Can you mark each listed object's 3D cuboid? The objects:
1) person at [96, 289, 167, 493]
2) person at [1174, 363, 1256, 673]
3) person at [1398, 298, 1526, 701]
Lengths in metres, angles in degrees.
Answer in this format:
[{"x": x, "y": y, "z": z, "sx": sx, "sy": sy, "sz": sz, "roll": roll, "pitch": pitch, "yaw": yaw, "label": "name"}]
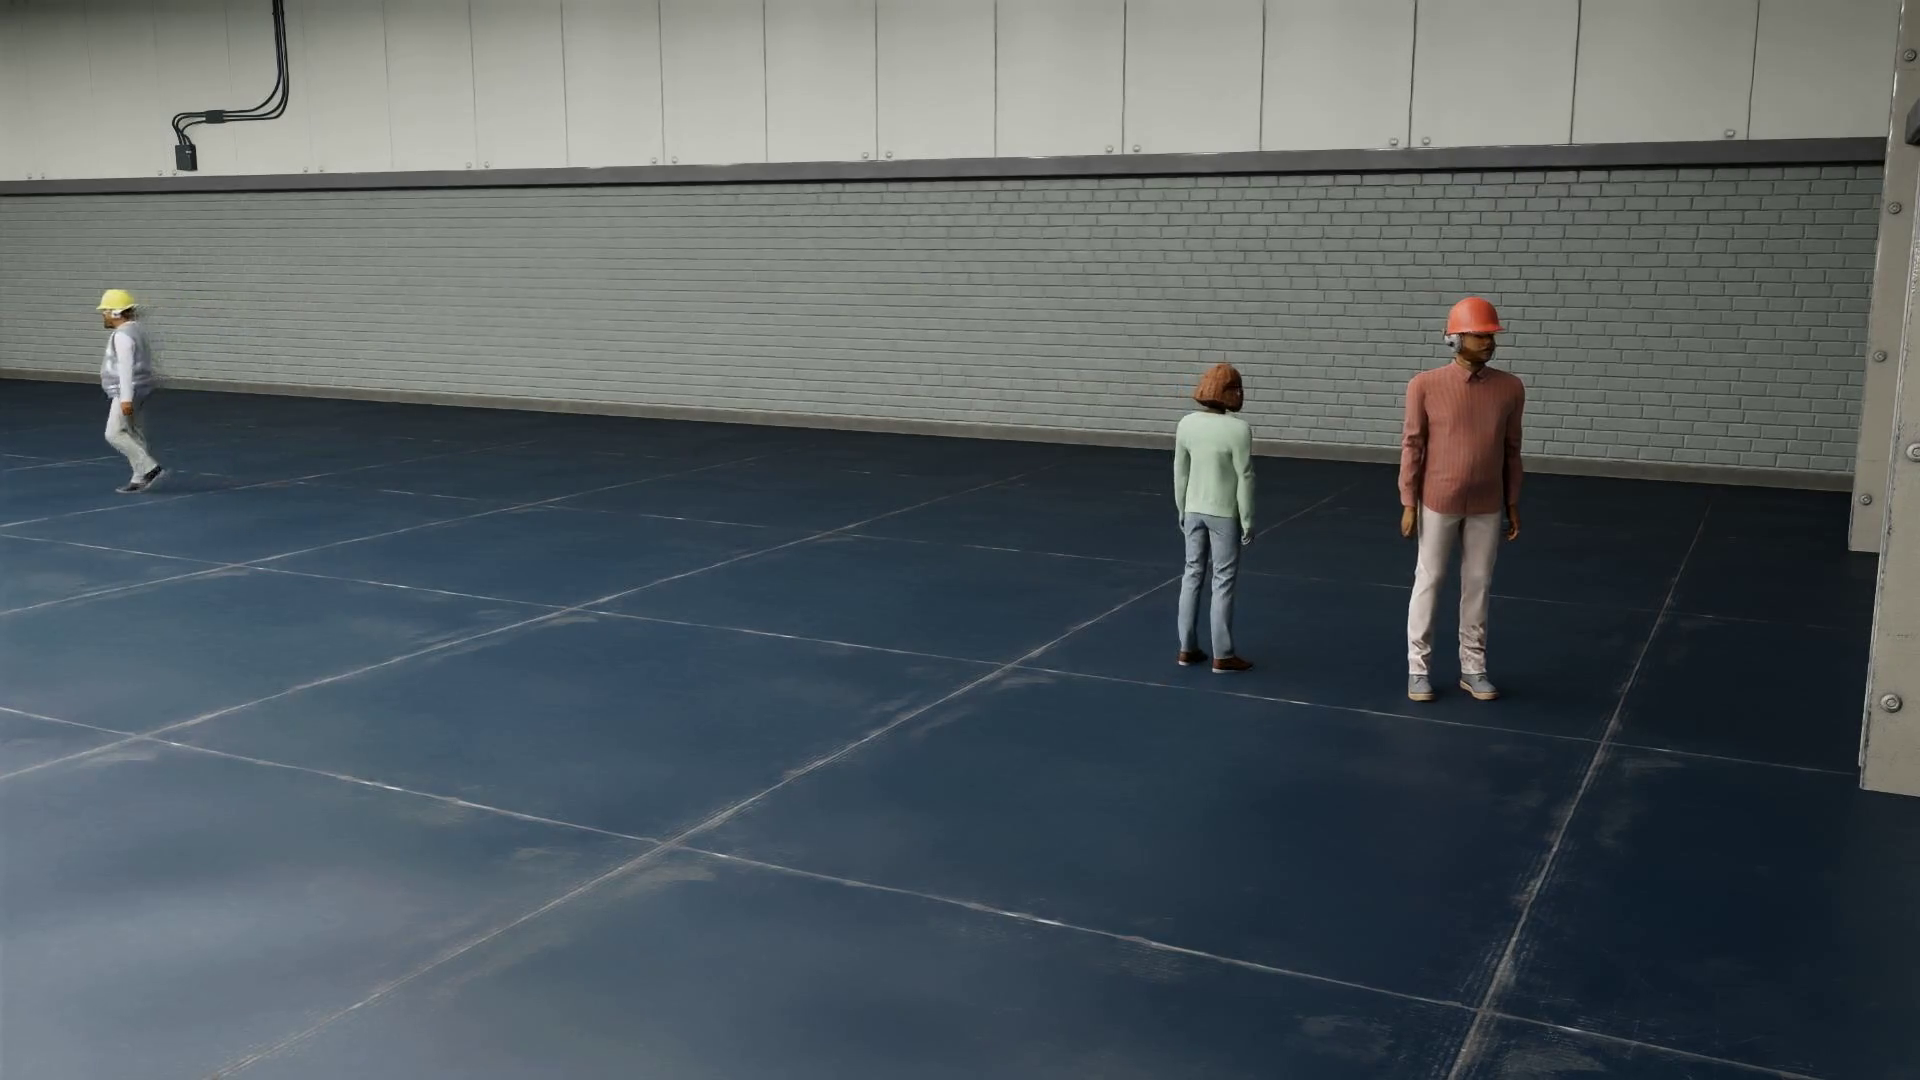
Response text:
[{"x": -7.381, "y": -1.300, "z": 14.736, "sx": 0.411, "sy": 1.818, "sz": 0.614, "roll": -3, "pitch": 11, "yaw": -18, "label": "person"}, {"x": 1.349, "y": -0.118, "z": 8.798, "sx": 0.266, "sy": 1.631, "sz": 0.507, "roll": -9, "pitch": 14, "yaw": -41, "label": "person"}, {"x": 2.481, "y": -0.188, "z": 8.198, "sx": 0.623, "sy": 1.991, "sz": 0.400, "roll": -1, "pitch": 10, "yaw": -4, "label": "person"}]
